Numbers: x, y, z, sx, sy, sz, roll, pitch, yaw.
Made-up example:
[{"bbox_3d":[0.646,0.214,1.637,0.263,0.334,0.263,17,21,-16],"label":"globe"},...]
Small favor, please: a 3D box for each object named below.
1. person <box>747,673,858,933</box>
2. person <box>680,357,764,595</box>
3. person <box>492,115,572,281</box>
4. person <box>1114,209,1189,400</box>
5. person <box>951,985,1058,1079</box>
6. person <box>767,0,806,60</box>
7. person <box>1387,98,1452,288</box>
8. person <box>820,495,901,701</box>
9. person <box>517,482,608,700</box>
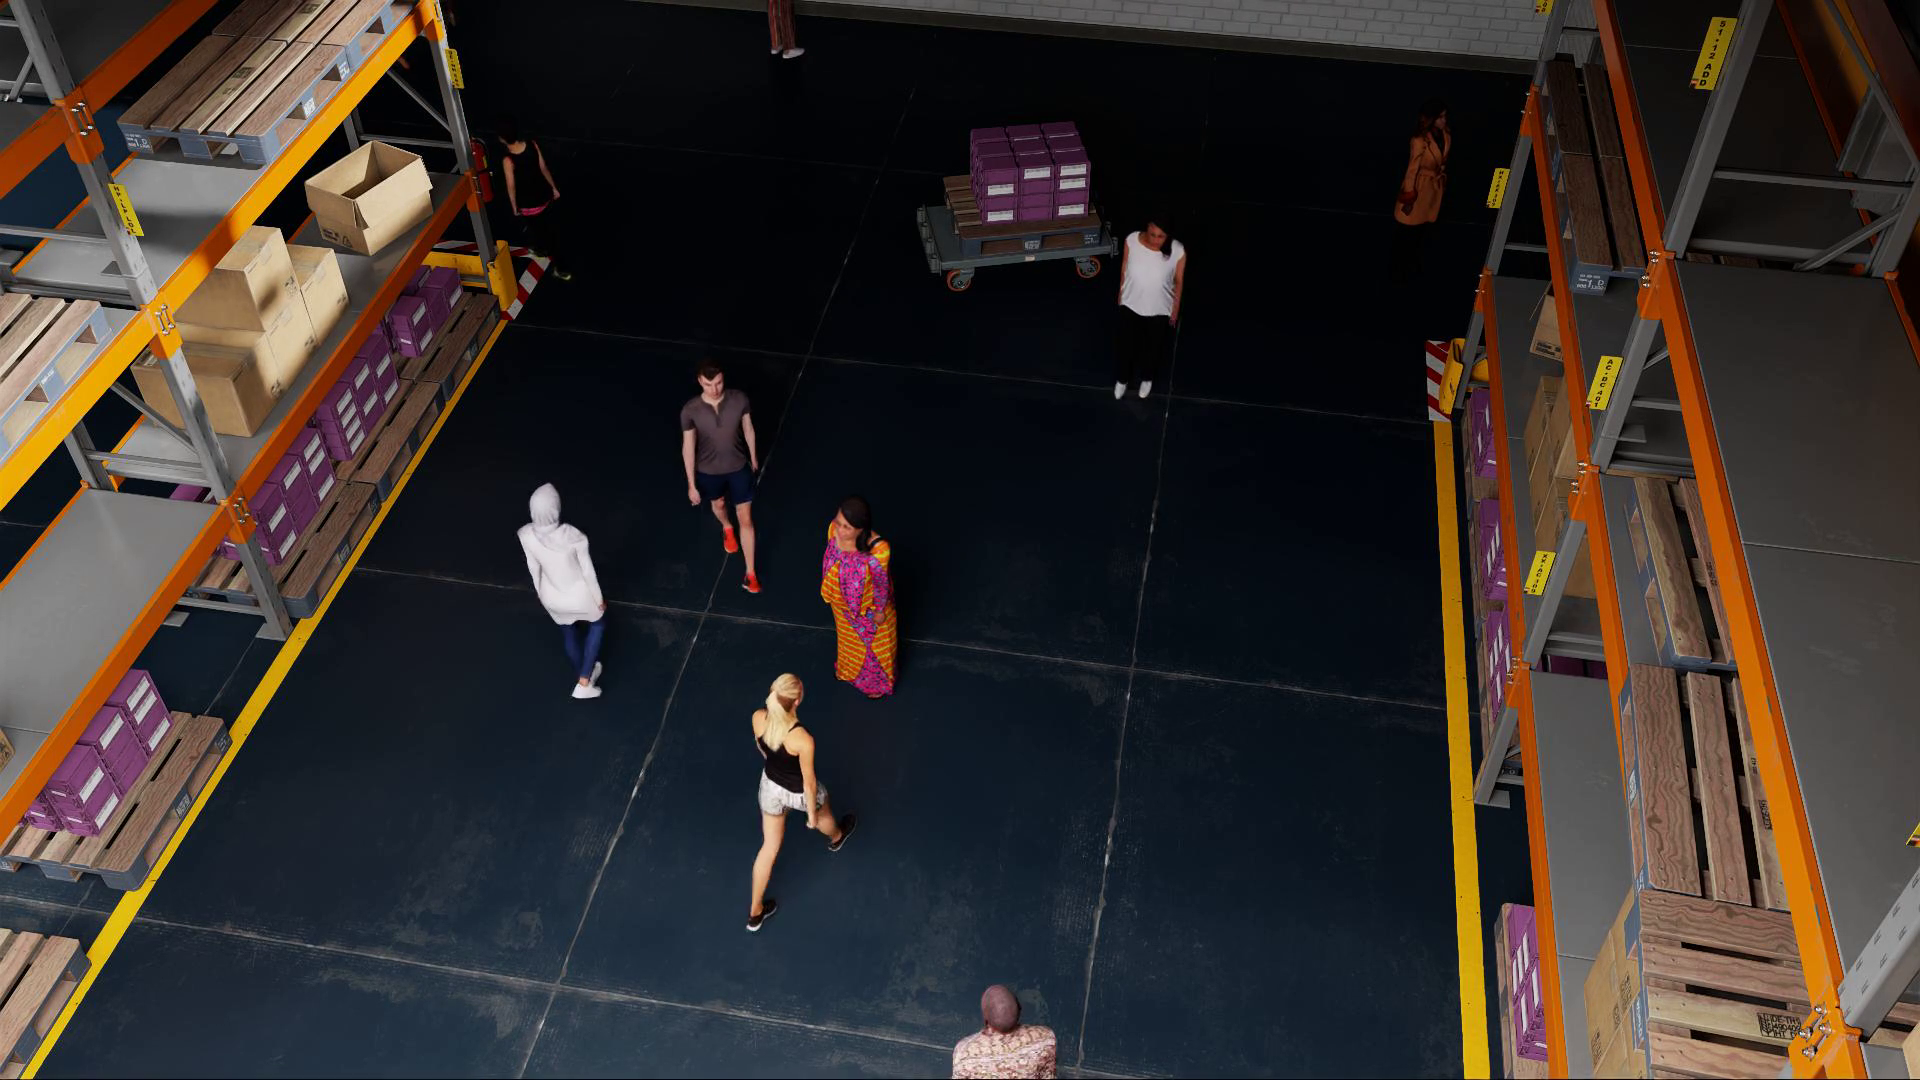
[{"bbox_3d":[-1.018,1.474,9.349,0.920,1.784,1.310,22,48,22],"label":"person"},{"bbox_3d":[-1.646,-0.550,11.454,0.999,1.811,1.238,-11,45,-11],"label":"person"},{"bbox_3d":[-3.557,-2.867,14.100,0.836,1.516,0.883,26,50,25],"label":"person"},{"bbox_3d":[1.481,-1.877,12.940,0.716,1.681,0.709,13,45,14],"label":"person"},{"bbox_3d":[0.226,2.795,7.960,1.062,1.787,1.279,-13,45,-14],"label":"person"},{"bbox_3d":[-1.852,-5.737,17.080,0.638,1.561,0.665,34,53,30],"label":"person"},{"bbox_3d":[3.876,-2.938,14.024,0.759,1.724,0.835,-29,51,-27],"label":"person"},{"bbox_3d":[-0.640,0.335,10.623,0.775,1.676,0.808,28,50,26],"label":"person"},{"bbox_3d":[-2.492,0.404,10.482,0.614,1.770,0.677,8,44,8],"label":"person"}]
